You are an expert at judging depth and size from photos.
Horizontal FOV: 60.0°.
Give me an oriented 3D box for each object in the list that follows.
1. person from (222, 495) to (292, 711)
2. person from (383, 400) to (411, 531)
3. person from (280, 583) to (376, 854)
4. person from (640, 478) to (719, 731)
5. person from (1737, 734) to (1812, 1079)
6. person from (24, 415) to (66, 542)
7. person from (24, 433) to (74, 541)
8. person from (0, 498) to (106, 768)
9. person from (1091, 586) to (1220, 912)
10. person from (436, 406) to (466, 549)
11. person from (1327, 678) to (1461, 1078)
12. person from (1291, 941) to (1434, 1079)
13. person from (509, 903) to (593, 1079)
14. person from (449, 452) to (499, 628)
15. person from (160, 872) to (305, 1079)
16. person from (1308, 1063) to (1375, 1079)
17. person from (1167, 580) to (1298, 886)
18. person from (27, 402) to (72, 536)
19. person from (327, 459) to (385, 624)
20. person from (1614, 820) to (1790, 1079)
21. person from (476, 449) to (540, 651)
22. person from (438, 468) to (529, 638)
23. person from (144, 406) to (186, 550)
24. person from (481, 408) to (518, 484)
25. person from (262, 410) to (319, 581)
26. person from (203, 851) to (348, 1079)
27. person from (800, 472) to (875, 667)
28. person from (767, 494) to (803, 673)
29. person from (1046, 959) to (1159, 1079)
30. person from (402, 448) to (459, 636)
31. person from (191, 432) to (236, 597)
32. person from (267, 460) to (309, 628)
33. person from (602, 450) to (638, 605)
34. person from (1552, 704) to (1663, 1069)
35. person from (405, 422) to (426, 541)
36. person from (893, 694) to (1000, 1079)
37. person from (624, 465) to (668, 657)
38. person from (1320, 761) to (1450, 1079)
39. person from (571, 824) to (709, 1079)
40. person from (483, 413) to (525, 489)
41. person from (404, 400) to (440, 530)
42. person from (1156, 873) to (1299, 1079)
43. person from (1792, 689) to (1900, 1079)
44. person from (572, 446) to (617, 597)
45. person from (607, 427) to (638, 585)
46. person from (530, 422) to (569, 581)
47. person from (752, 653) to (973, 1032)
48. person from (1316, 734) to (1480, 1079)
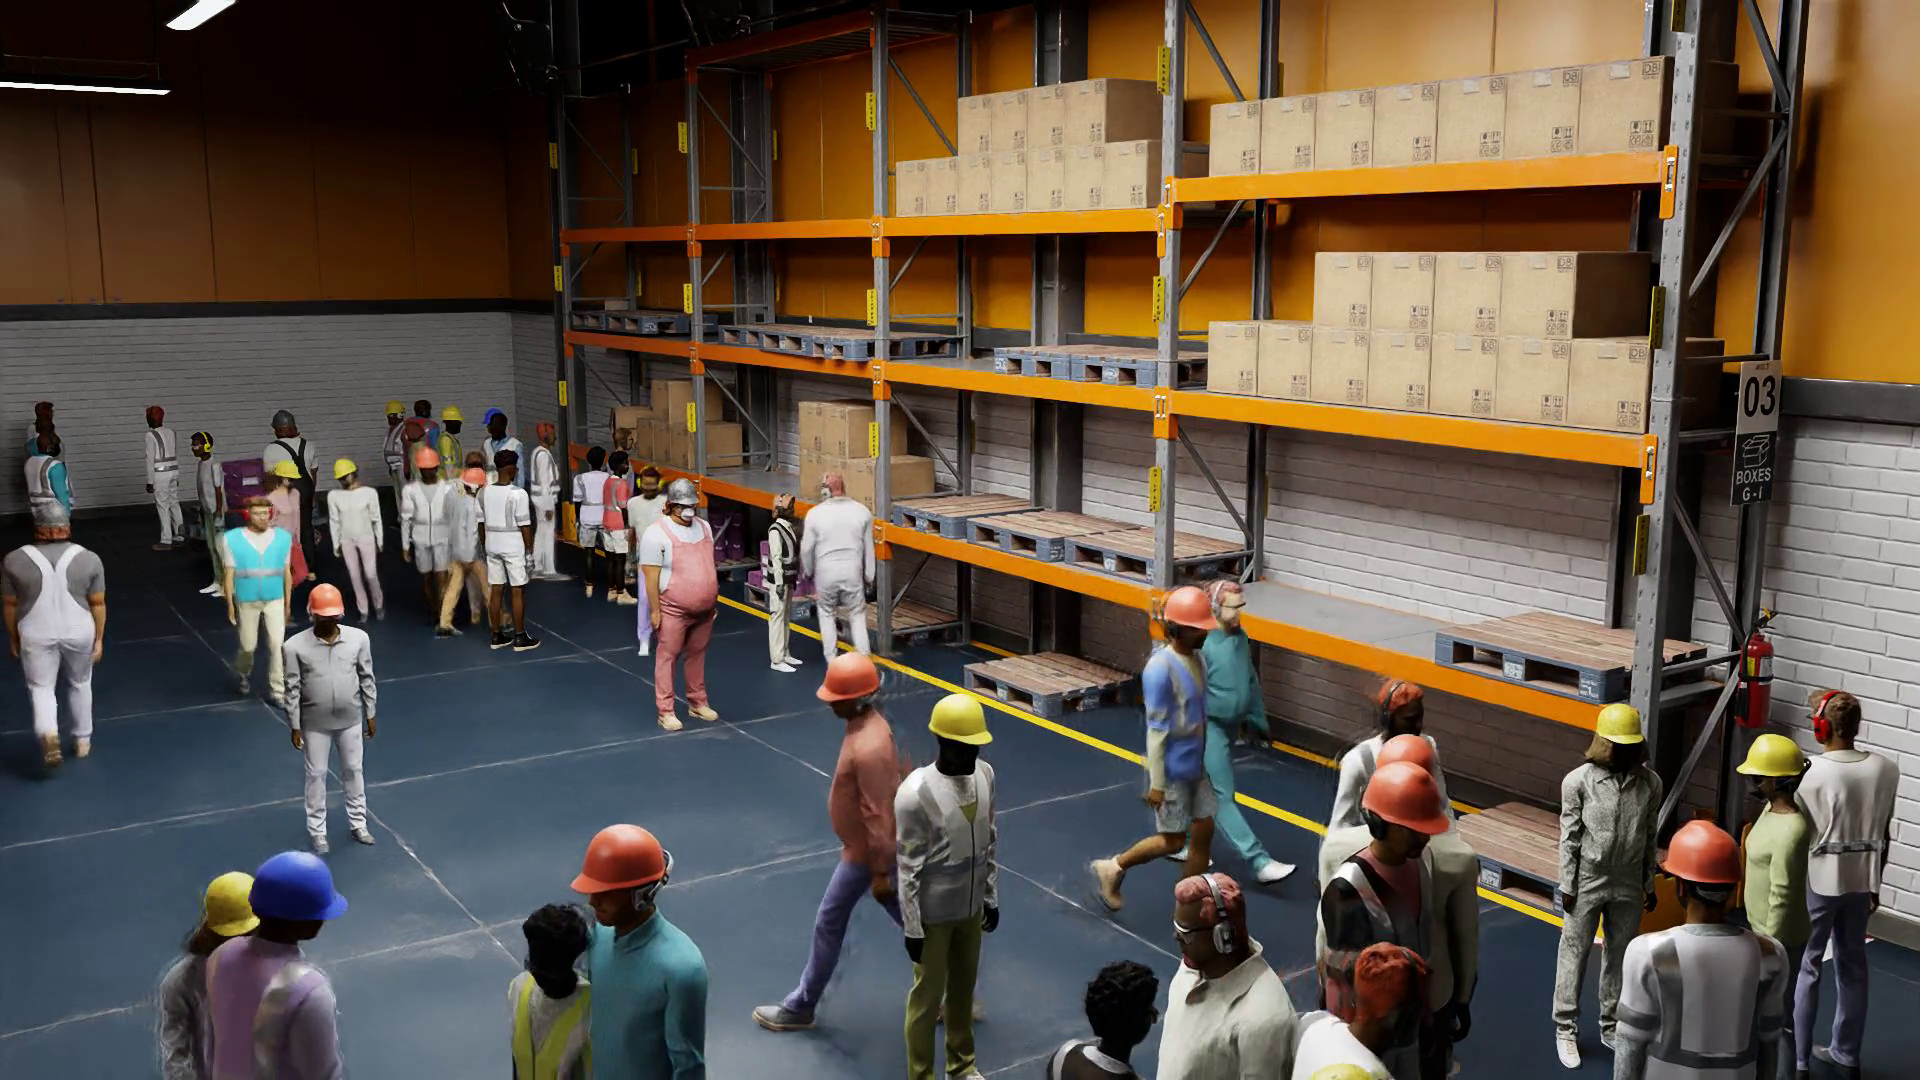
[{"bbox_3d":[-5.942,0.504,14.097,0.575,1.820,0.715,-7,12,-35],"label":"person"},{"bbox_3d":[-7.805,-1.040,23.167,0.403,1.825,0.596,-8,12,-39],"label":"person"},{"bbox_3d":[-4.017,1.131,10.649,0.566,1.744,0.350,-6,12,-34],"label":"person"},{"bbox_3d":[-2.206,0.504,13.462,0.537,2.000,0.688,8,13,41],"label":"person"},{"bbox_3d":[3.516,1.704,7.245,0.341,1.760,0.525,4,10,20],"label":"person"},{"bbox_3d":[-11.412,-0.647,20.831,0.503,1.837,0.350,0,10,2],"label":"person"},{"bbox_3d":[-10.201,-0.290,18.713,0.634,1.839,0.429,6,11,31],"label":"person"},{"bbox_3d":[-6.726,0.685,12.399,0.689,2.000,0.809,-6,11,-30],"label":"person"},{"bbox_3d":[1.155,1.227,9.281,0.772,2.016,0.626,6,12,33],"label":"person"},{"bbox_3d":[-6.432,-0.739,21.091,0.385,1.925,0.591,-3,10,-15],"label":"person"},{"bbox_3d":[2.087,1.564,7.824,0.593,1.839,0.958,-7,12,-37],"label":"person"},{"bbox_3d":[1.183,2.058,4.890,0.792,1.846,0.596,-2,10,-10],"label":"person"},{"bbox_3d":[-1.307,2.008,5.713,0.559,1.678,0.648,7,12,35],"label":"person"},{"bbox_3d":[-4.965,0.012,17.035,0.649,1.814,0.808,-1,10,-8],"label":"person"},{"bbox_3d":[-2.525,1.977,5.856,0.524,1.695,0.854,-8,12,-38],"label":"person"},{"bbox_3d":[0.963,2.204,4.385,0.320,1.738,0.483,0,10,1],"label":"person"},{"bbox_3d":[1.670,1.167,10.071,1.011,1.857,0.656,7,12,35],"label":"person"},{"bbox_3d":[-12.418,-0.951,22.570,0.570,1.843,0.372,7,12,34],"label":"person"},{"bbox_3d":[-6.240,0.018,17.181,0.521,1.742,0.401,-1,10,-5],"label":"person"},{"bbox_3d":[2.467,1.894,5.634,0.544,1.930,0.389,0,10,0],"label":"person"},{"bbox_3d":[-4.375,0.093,16.092,0.613,1.962,0.362,4,11,24],"label":"person"},{"bbox_3d":[-4.845,0.123,16.683,0.907,1.702,0.573,-8,12,-38],"label":"person"},{"bbox_3d":[-10.374,-0.806,21.657,0.371,1.876,0.569,2,10,9],"label":"person"},{"bbox_3d":[-5.680,-0.651,20.511,0.605,1.948,0.391,6,12,33],"label":"person"},{"bbox_3d":[-7.837,-0.502,19.363,0.537,2.000,0.682,6,11,32],"label":"person"},{"bbox_3d":[-2.278,1.940,5.497,0.754,1.924,0.385,8,13,40],"label":"person"},{"bbox_3d":[-1.100,0.323,15.072,0.677,1.861,0.575,-3,10,-19],"label":"person"},{"bbox_3d":[-1.625,0.386,15.322,0.310,1.642,0.514,1,10,7],"label":"person"},{"bbox_3d":[0.452,2.105,5.091,0.322,1.690,0.533,-6,11,-32],"label":"person"},{"bbox_3d":[-5.352,0.011,16.834,0.560,1.886,0.966,-2,10,-10],"label":"person"},{"bbox_3d":[-8.408,-0.292,18.683,0.506,1.861,0.329,9,13,43],"label":"person"},{"bbox_3d":[-6.889,0.041,17.047,0.420,1.742,0.585,2,10,9],"label":"person"},{"bbox_3d":[-3.741,-0.138,18.228,0.322,1.699,0.535,-6,11,-31],"label":"person"},{"bbox_3d":[3.048,1.616,7.808,0.487,1.744,0.296,-1,10,-7],"label":"person"},{"bbox_3d":[-7.192,-0.762,22.112,0.294,1.625,0.539,-5,11,-29],"label":"person"},{"bbox_3d":[-0.032,1.607,7.351,0.397,1.920,0.586,9,13,42],"label":"person"},{"bbox_3d":[-2.967,0.155,16.164,0.565,1.832,0.900,0,10,2],"label":"person"},{"bbox_3d":[1.555,1.775,6.046,0.409,2.030,0.611,9,13,43],"label":"person"},{"bbox_3d":[-1.050,1.893,5.488,0.397,1.989,0.619,-9,13,-43],"label":"person"},{"bbox_3d":[-5.568,-0.603,20.313,0.600,1.917,0.377,5,11,27],"label":"person"},{"bbox_3d":[-7.445,-1.031,23.101,0.627,1.833,0.434,4,11,23],"label":"person"},{"bbox_3d":[0.808,1.973,5.288,0.401,1.894,0.653,-3,10,-16],"label":"person"},{"bbox_3d":[3.998,1.600,7.631,0.563,1.836,0.385,-1,10,-9],"label":"person"},{"bbox_3d":[-4.051,-0.205,18.626,0.541,1.695,0.316,-1,10,-7],"label":"person"},{"bbox_3d":[-3.929,-0.392,19.338,0.331,1.838,0.509,-5,11,-25],"label":"person"},{"bbox_3d":[-4.861,-0.454,19.560,0.383,1.881,0.585,-4,10,-21],"label":"person"},{"bbox_3d":[-0.437,1.472,8.131,1.088,1.930,0.646,0,10,0],"label":"person"},{"bbox_3d":[1.684,1.725,6.428,0.609,1.995,0.378,3,10,17],"label":"person"}]
